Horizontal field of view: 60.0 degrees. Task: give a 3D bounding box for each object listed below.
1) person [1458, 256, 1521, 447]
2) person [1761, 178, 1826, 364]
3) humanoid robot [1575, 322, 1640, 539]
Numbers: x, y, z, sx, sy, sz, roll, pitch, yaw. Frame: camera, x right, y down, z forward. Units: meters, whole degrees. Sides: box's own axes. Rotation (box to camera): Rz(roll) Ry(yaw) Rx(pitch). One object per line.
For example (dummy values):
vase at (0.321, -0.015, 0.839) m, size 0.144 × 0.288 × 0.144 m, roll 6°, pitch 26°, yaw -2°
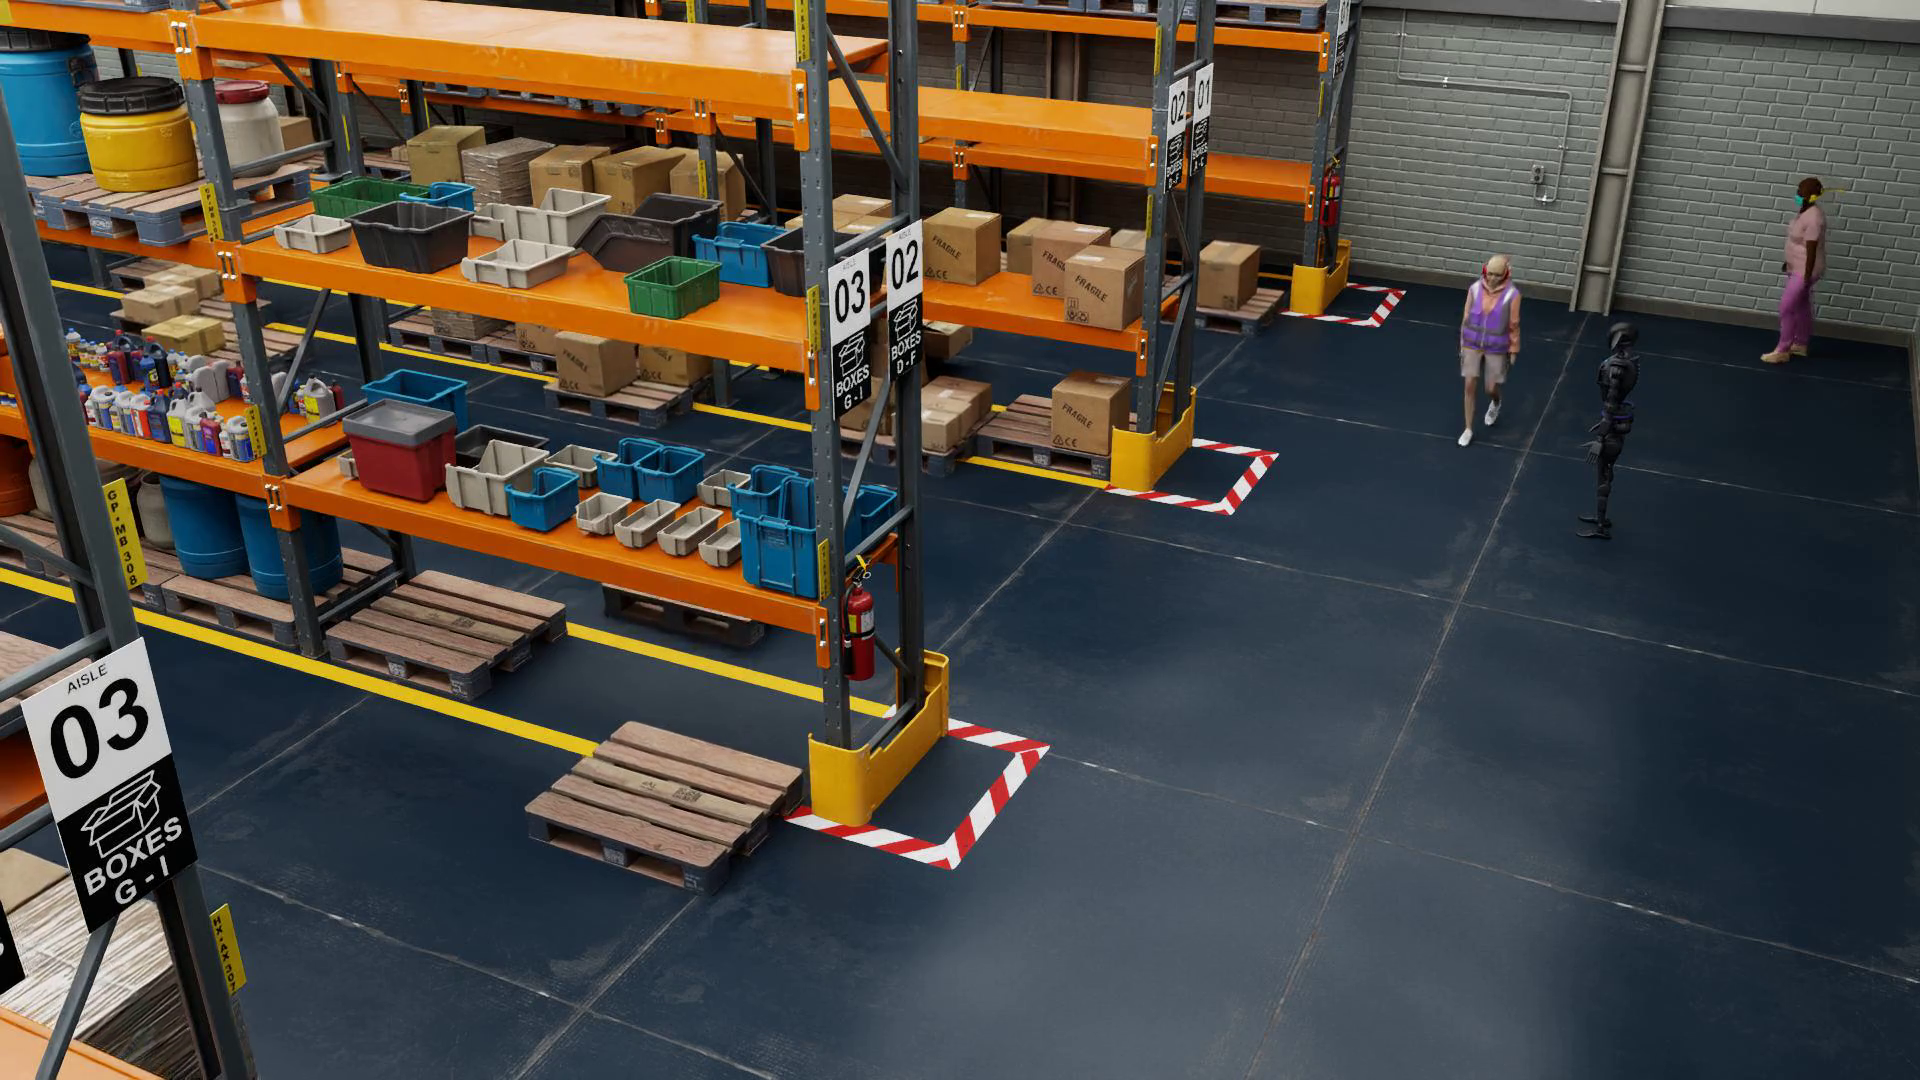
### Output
person at (4.476, -1.627, 14.028) m, size 0.494 × 1.668 × 0.541 m, roll 15°, pitch 30°, yaw 27°
person at (7.973, -2.546, 15.766) m, size 0.614 × 1.772 × 0.625 m, roll 3°, pitch 26°, yaw 6°
humanoid robot at (4.821, -0.821, 12.360) m, size 0.315 × 1.659 × 0.599 m, roll 12°, pitch 29°, yaw 23°
